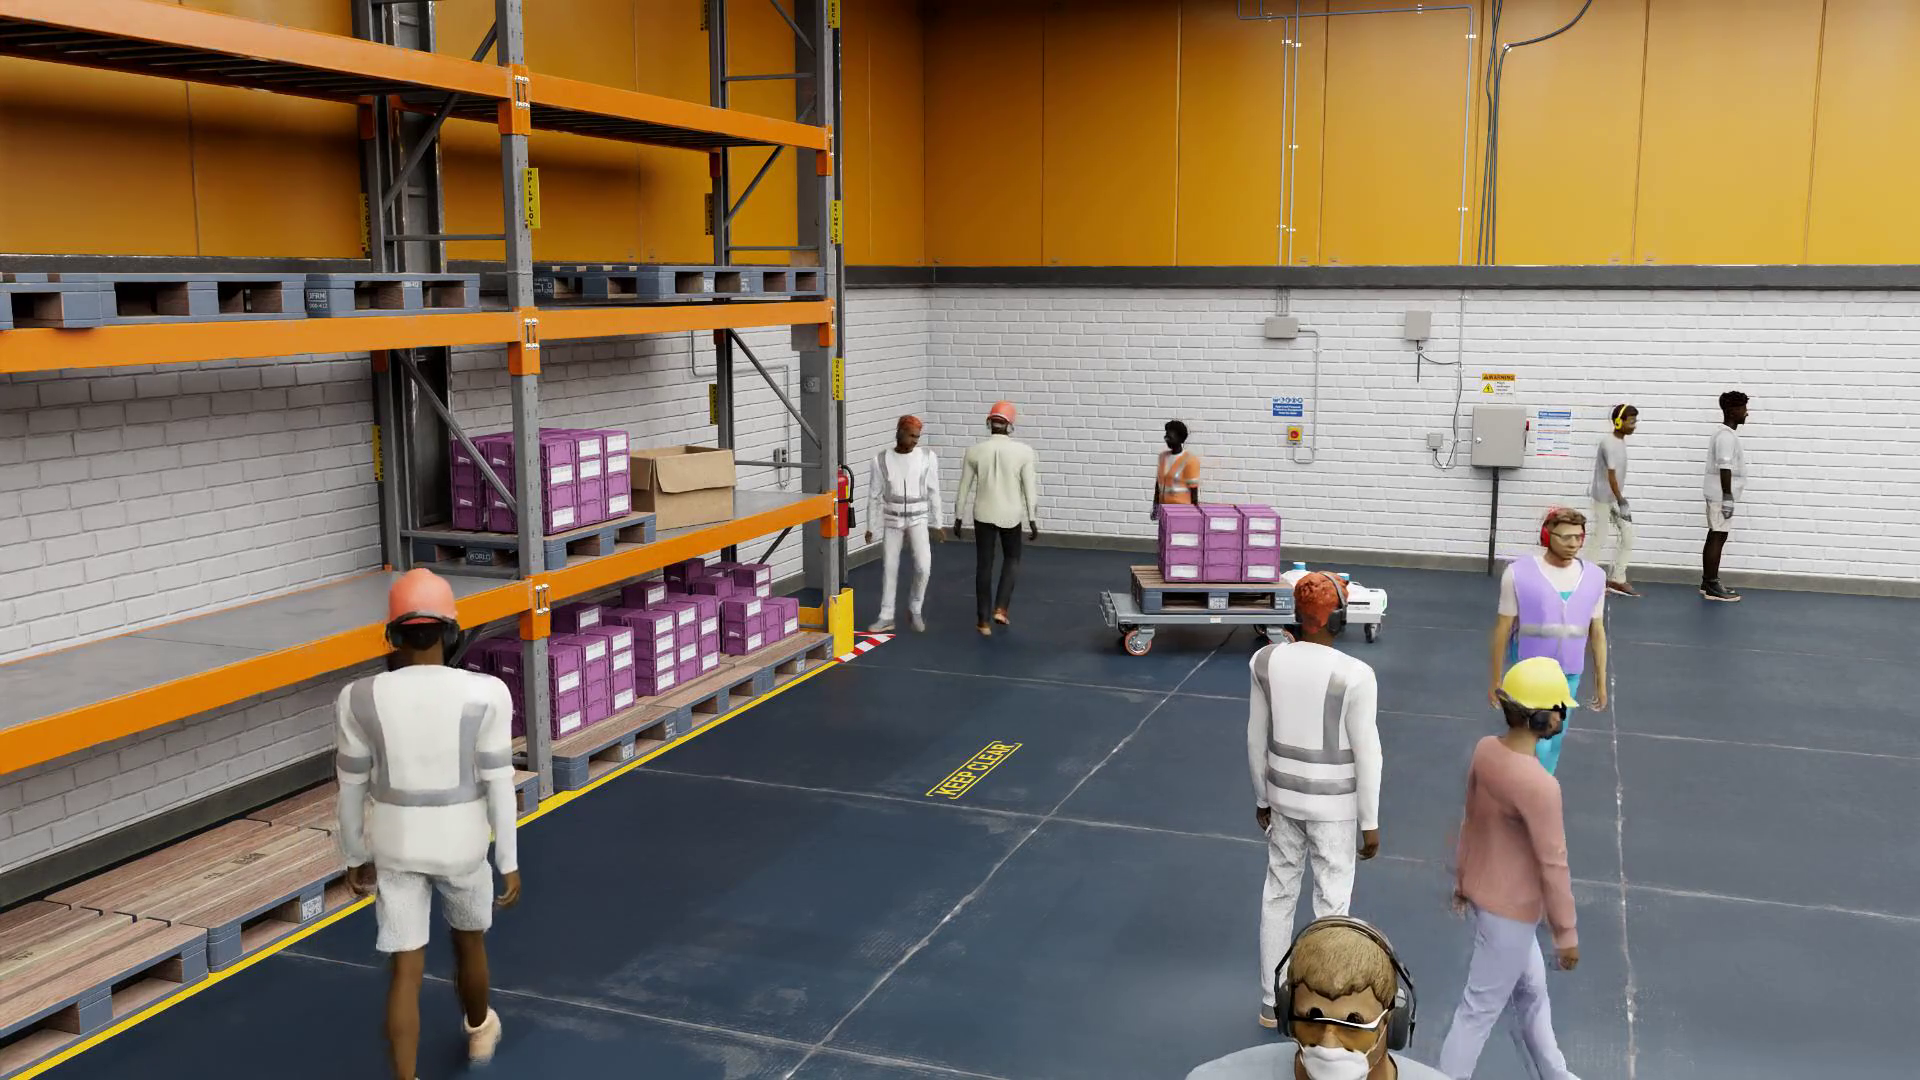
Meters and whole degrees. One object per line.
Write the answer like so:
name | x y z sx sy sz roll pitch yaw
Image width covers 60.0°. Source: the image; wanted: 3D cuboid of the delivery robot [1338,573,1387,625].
delivery robot | 3.174 0.519 13.812 0.707 0.478 0.477 1 9 8

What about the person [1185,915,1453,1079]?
person | 0.661 1.600 2.993 0.635 1.939 0.367 2 9 15

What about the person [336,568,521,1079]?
person | -1.920 1.088 6.050 0.631 1.995 0.956 -2 9 -9

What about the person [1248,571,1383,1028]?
person | 1.407 1.054 6.597 0.574 1.883 0.355 8 12 42

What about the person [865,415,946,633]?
person | -0.452 -0.127 14.055 0.687 1.865 0.382 0 9 -1

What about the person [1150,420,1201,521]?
person | 2.019 -0.290 15.635 0.360 1.686 0.534 -6 11 -32

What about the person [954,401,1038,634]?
person | 0.297 -0.194 14.152 0.747 1.964 0.539 1 9 6

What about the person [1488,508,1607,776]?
person | 3.126 0.743 8.726 0.613 1.821 0.711 -2 9 -10

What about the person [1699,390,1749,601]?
person | 7.168 -0.419 15.599 0.368 1.961 0.600 3 10 19

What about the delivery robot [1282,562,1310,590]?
delivery robot | 2.918 0.434 14.346 0.707 0.478 0.477 -6 11 -33

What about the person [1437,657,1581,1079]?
person | 2.014 1.256 5.756 0.837 1.729 0.553 -1 9 -4

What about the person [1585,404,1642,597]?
person | 6.155 -0.354 15.569 0.682 1.833 0.537 8 12 41
